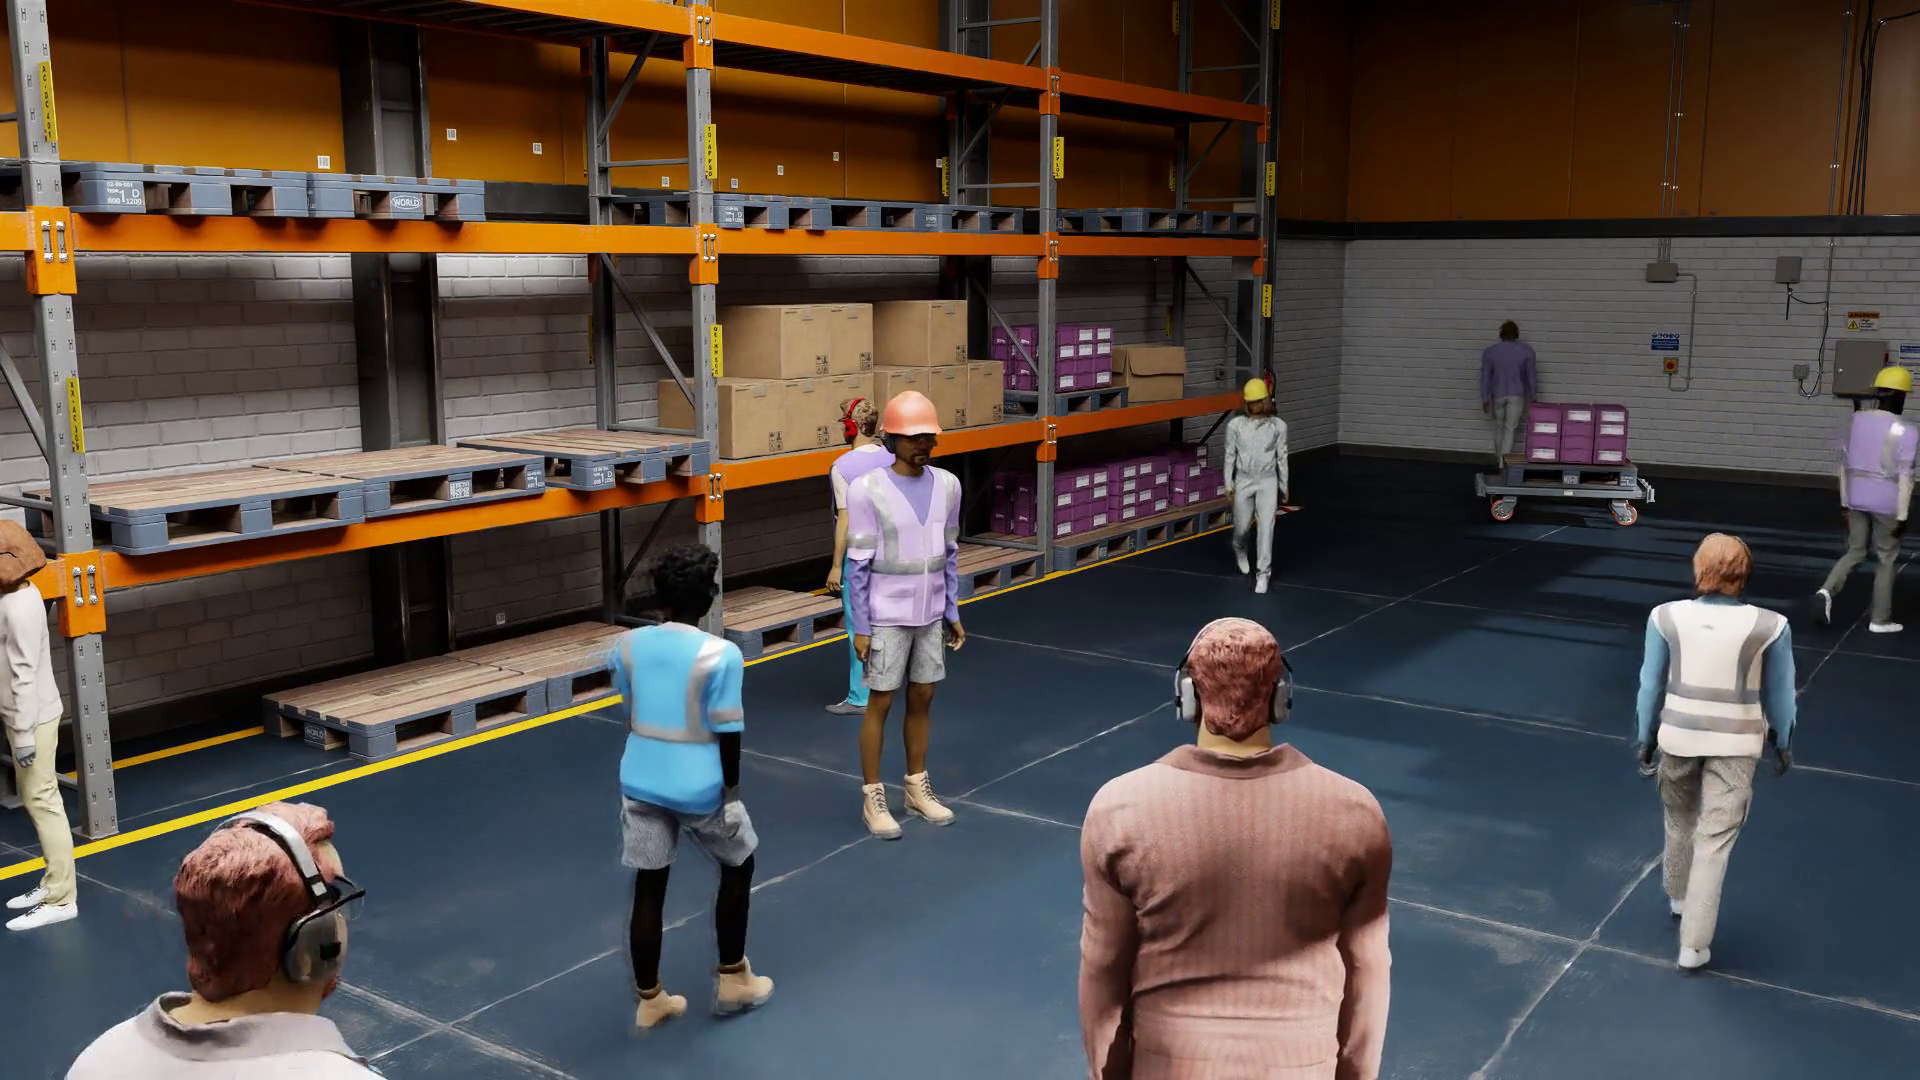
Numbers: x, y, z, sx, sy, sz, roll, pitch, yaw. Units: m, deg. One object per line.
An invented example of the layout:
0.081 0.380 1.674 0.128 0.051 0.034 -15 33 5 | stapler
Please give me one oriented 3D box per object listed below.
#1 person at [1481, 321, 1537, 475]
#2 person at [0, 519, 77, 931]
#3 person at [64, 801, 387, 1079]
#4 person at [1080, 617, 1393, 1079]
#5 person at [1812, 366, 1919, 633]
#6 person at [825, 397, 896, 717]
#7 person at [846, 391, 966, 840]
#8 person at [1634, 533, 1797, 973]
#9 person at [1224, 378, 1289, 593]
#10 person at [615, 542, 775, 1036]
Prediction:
6.789 -1.756 20.580 0.643 1.895 0.987 6 11 34 | person
-3.700 0.723 6.578 0.273 1.629 0.502 -6 11 -32 | person
-0.985 1.317 2.241 0.660 1.893 0.629 4 10 25 | person
0.568 1.099 3.510 0.639 1.903 0.409 1 10 4 | person
6.367 -0.269 11.645 0.662 1.903 0.593 -5 11 -26 | person
-0.549 0.102 9.607 0.389 1.846 0.567 6 11 31 | person
-0.227 0.336 7.630 0.609 2.044 0.396 -7 12 -36 | person
2.874 0.774 6.316 0.527 1.603 0.803 7 12 37 | person
2.388 -0.469 13.435 0.505 1.708 0.753 2 10 10 | person
-0.919 0.835 5.730 0.550 1.675 0.609 4 11 25 | person
